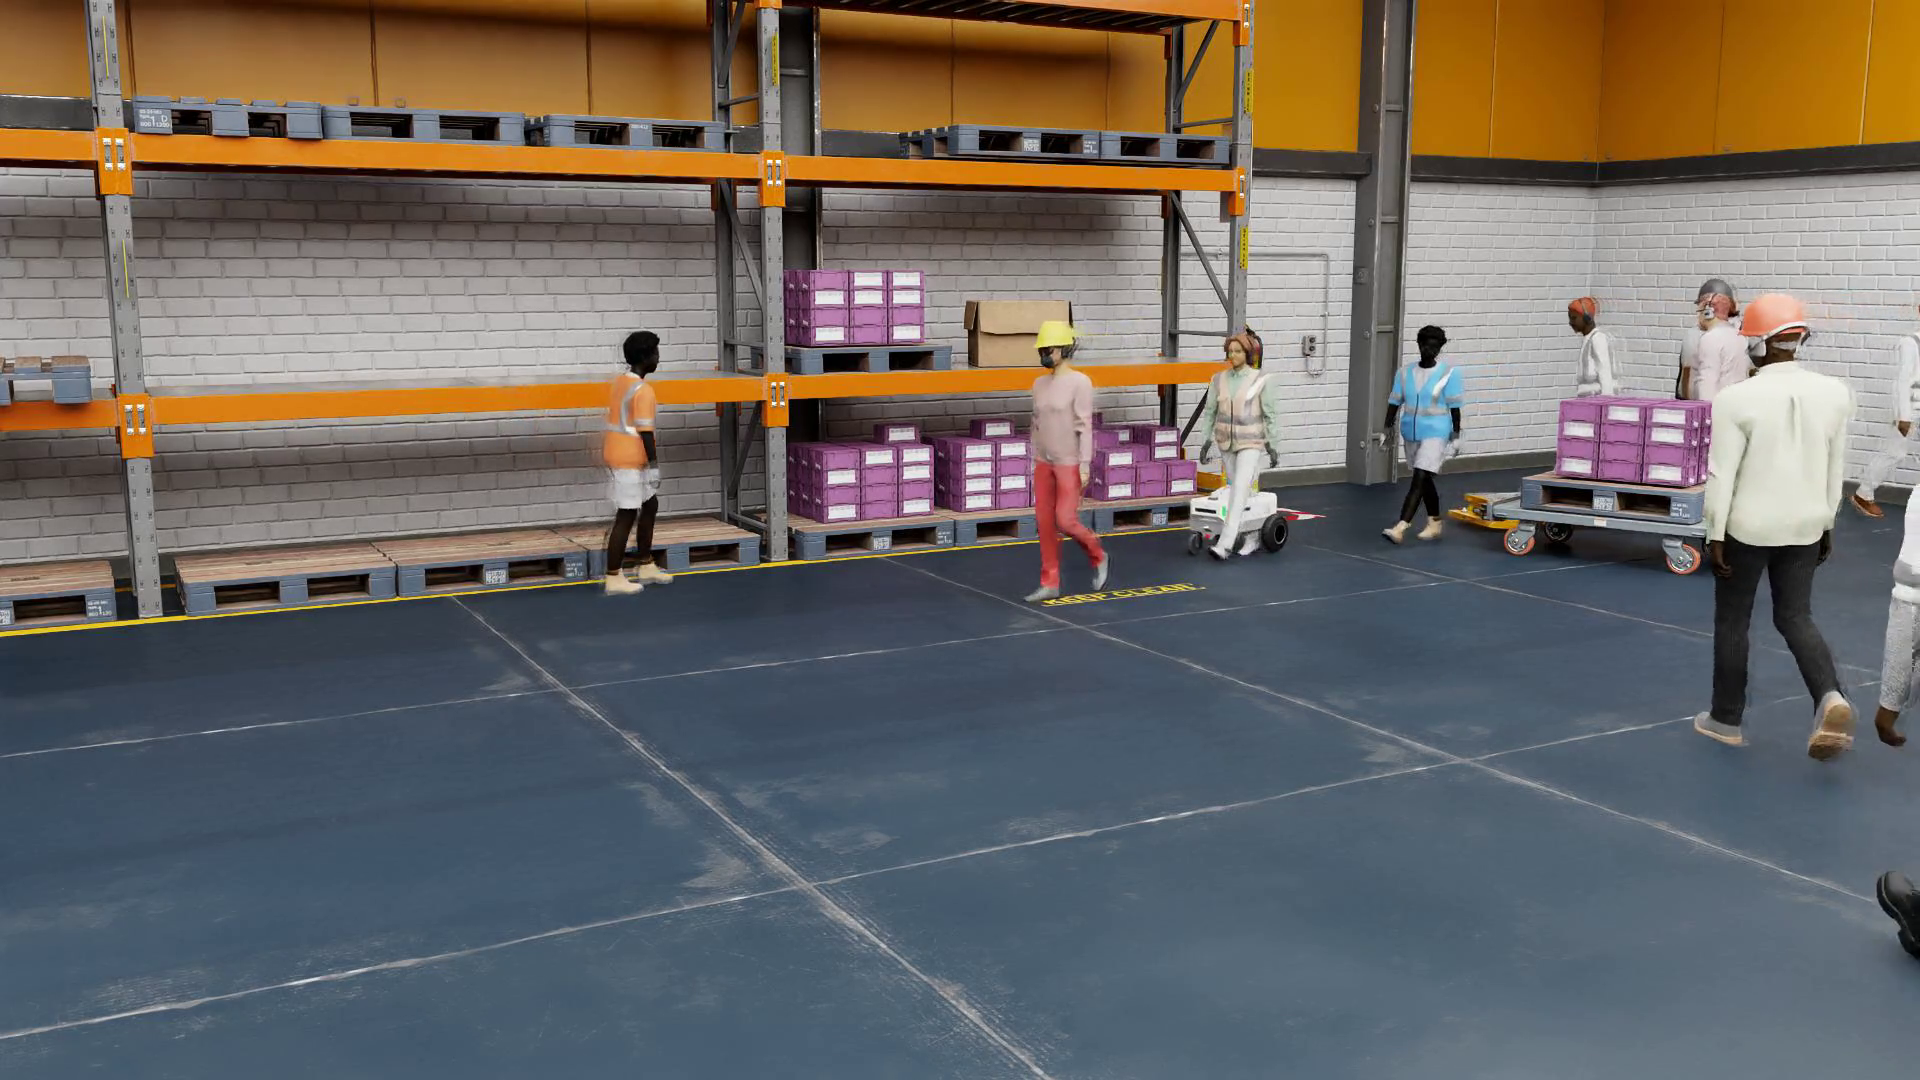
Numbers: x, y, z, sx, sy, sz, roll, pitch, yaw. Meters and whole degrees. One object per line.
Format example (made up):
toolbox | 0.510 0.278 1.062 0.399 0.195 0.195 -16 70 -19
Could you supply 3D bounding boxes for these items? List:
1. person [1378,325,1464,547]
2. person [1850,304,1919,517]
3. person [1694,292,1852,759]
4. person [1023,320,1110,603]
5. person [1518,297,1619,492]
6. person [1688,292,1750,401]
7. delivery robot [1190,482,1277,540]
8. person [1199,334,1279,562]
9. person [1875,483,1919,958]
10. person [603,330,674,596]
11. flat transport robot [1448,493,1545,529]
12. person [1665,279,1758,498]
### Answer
person | 3.402 -0.770 12.357 0.898 1.634 0.580 -8 13 -42
person | 7.758 -1.051 13.491 0.582 1.842 0.976 -4 10 -25
person | 3.453 -0.047 6.985 0.627 1.969 0.759 0 9 -2
person | 0.654 -0.479 10.277 0.488 1.748 0.536 -7 12 -38
person | 5.321 -1.135 14.069 1.024 1.810 0.645 3 10 16
person | 5.768 -0.935 12.673 0.708 1.883 0.436 -8 12 -41
delivery robot | 1.982 -0.220 12.047 0.477 0.478 0.707 9 13 43
person | 1.926 -0.642 11.705 0.542 1.591 0.859 8 12 41
person | 2.820 0.397 4.554 0.553 1.868 1.037 0 9 1
person | -2.007 -0.488 10.545 0.627 1.667 0.556 -5 10 -26
flat transport robot | 4.744 -0.252 13.393 1.431 0.197 0.652 -2 10 -12
person | 5.866 -1.073 13.017 0.693 2.000 1.017 -2 10 -12
